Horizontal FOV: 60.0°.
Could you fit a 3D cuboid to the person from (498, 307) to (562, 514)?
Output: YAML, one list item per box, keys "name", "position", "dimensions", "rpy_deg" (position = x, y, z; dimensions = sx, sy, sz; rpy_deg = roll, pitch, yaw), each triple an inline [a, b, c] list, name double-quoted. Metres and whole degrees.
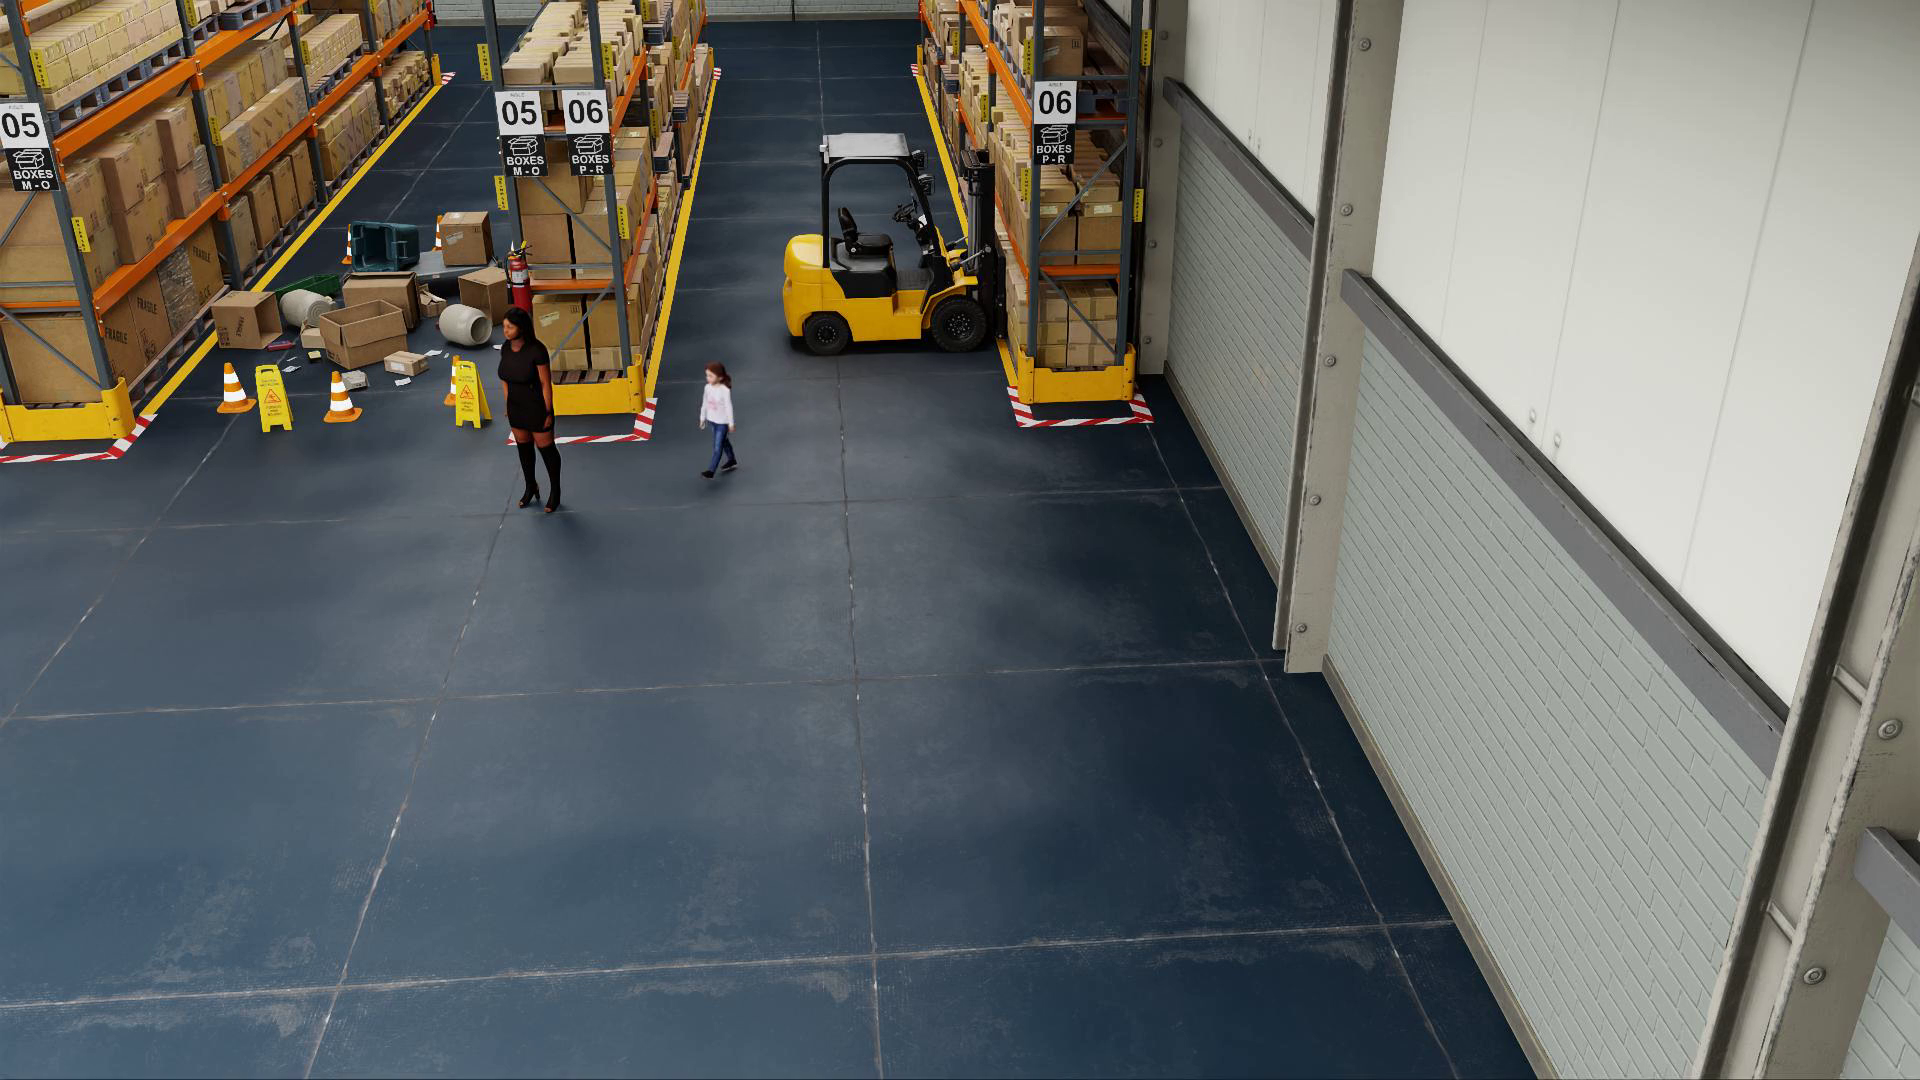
- name: "person"
  position: [-3.708, -1.125, 14.348]
  dimensions: [0.753, 1.854, 0.772]
  rpy_deg: [13, 30, 23]

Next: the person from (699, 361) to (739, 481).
- name: "person"
  position: [-2.156, -1.115, 15.167]
  dimensions: [0.736, 1.087, 0.803]
  rpy_deg: [20, 33, 34]
